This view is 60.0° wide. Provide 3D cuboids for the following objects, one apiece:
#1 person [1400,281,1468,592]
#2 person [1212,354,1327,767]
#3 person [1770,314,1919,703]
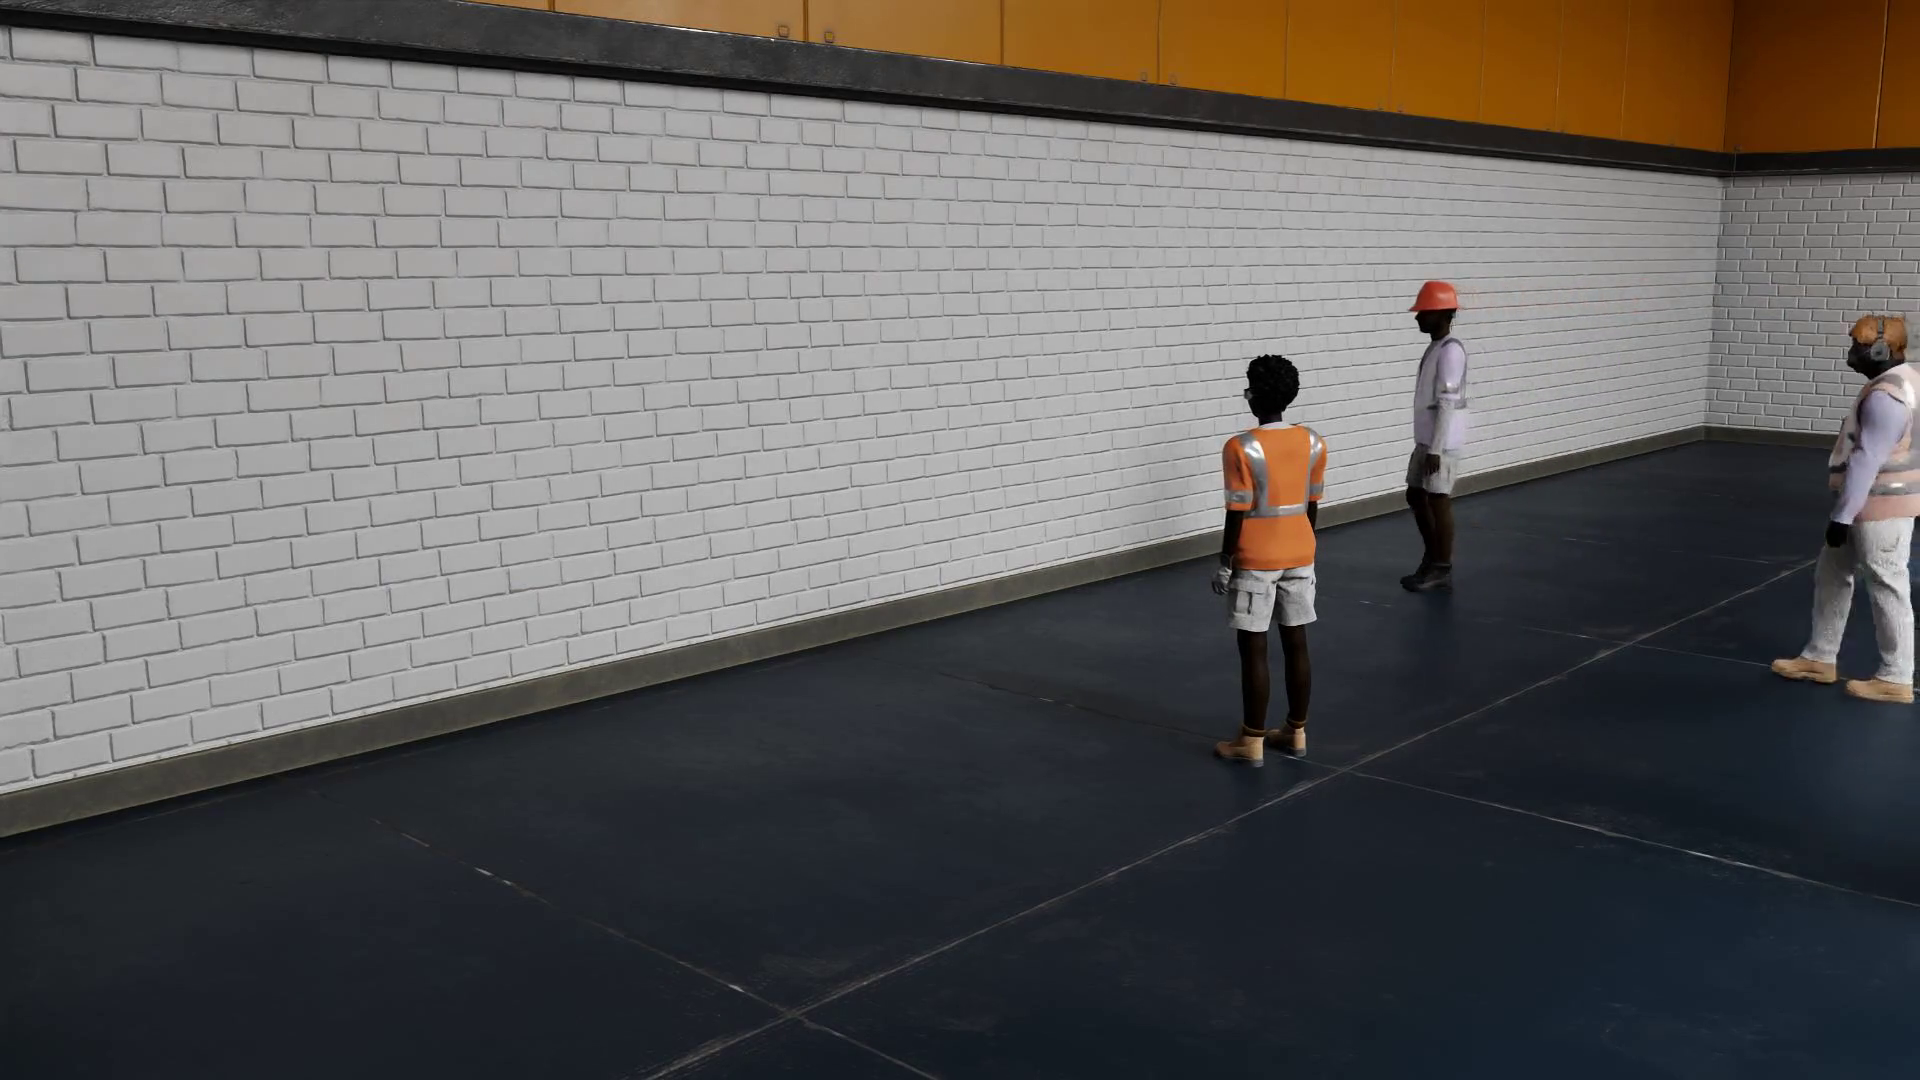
[{"bbox_3d":[2.922,-0.628,10.283,0.374,1.935,0.559,0,10,1],"label":"person"},{"bbox_3d":[1.269,0.087,6.863,0.530,1.697,0.321,-6,12,-31],"label":"person"},{"bbox_3d":[4.219,-0.154,7.893,0.779,1.812,0.655,7,12,34],"label":"person"}]
